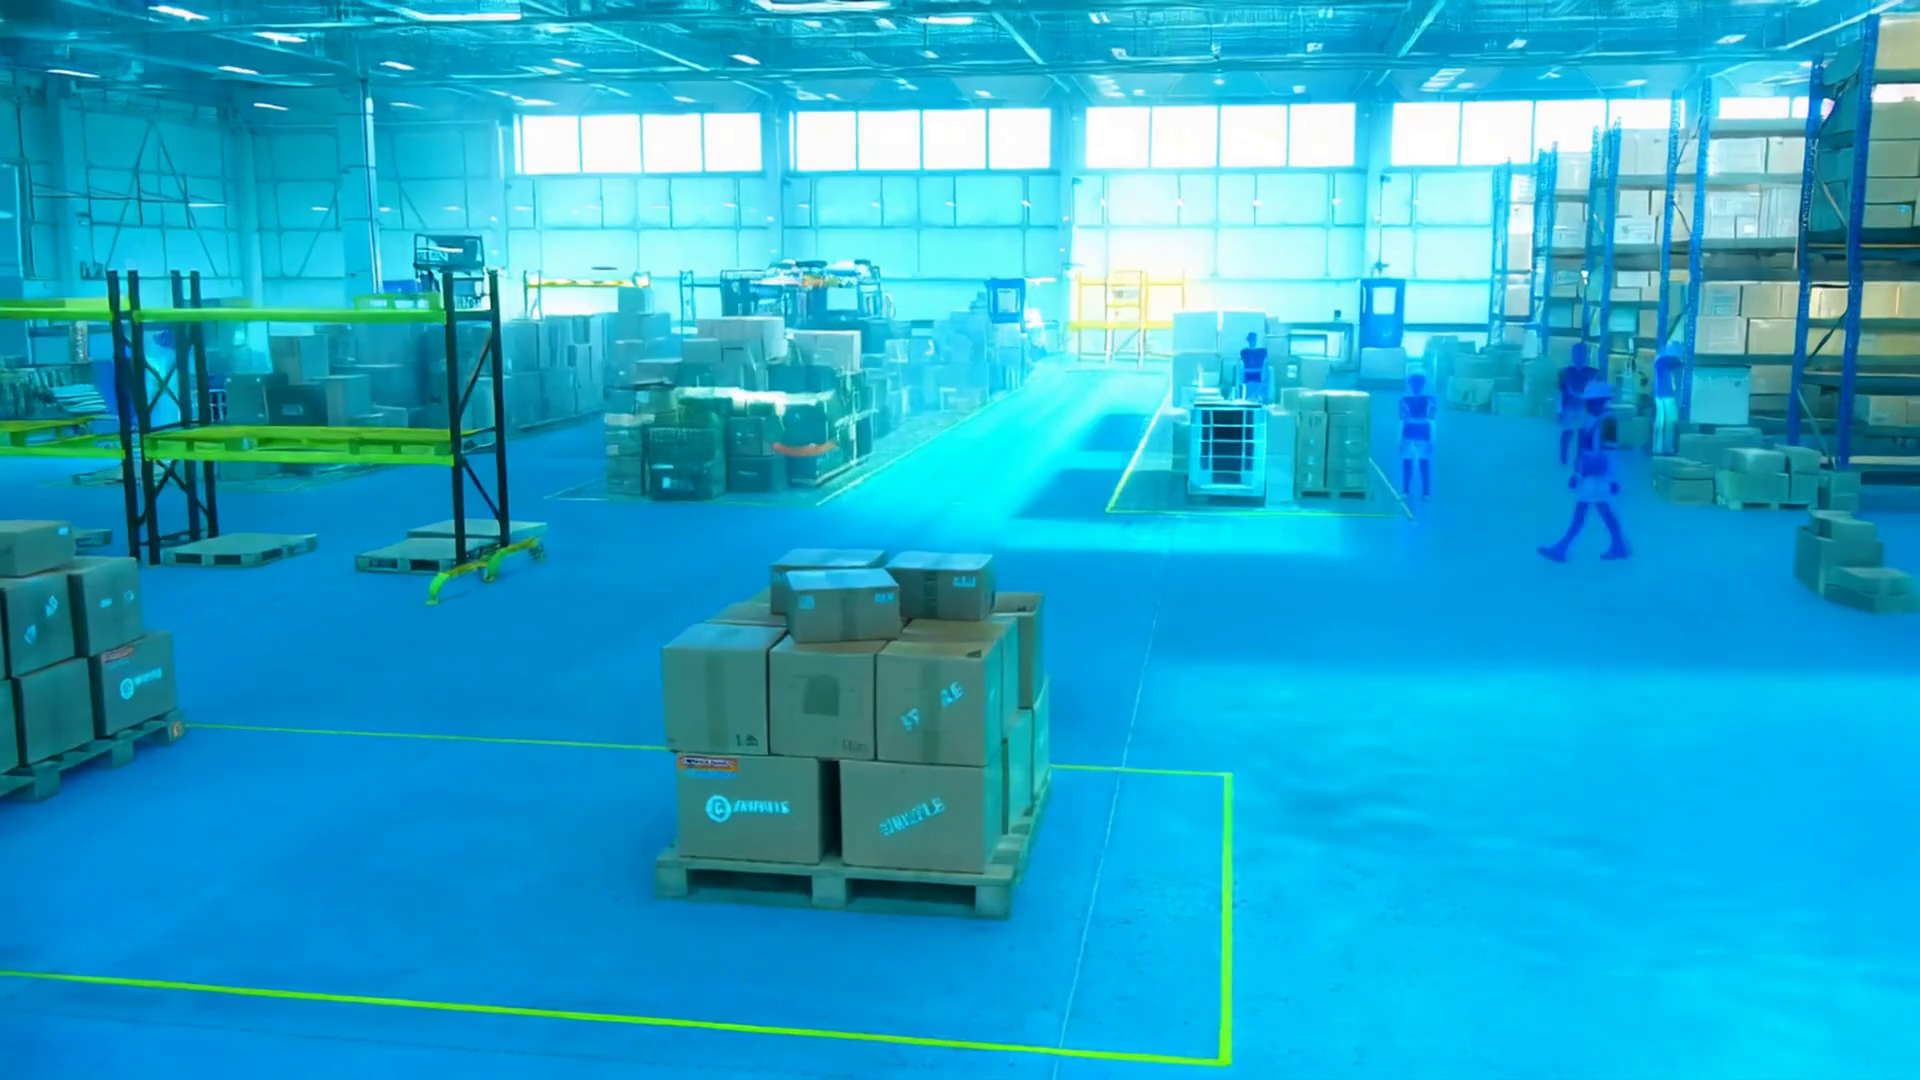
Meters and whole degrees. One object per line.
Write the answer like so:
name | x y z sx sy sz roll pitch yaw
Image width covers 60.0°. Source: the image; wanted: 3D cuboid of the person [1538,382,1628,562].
person | 6.571 -0.705 17.323 1.019 1.884 0.564 -1 9 -6

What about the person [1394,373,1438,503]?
person | 5.961 -1.326 21.732 0.550 1.693 0.342 0 9 1

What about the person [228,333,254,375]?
person | -15.637 -3.675 36.254 0.502 1.692 0.828 -2 9 -10

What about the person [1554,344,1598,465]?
person | 9.399 -2.043 25.438 0.606 1.936 0.876 2 9 9

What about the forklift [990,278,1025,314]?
forklift | 1.321 -5.926 46.464 1.129 2.768 1.873 1 9 9

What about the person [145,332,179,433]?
person | -14.994 -2.974 31.334 0.653 1.884 1.041 0 9 1

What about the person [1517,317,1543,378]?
person | 13.477 -4.302 39.339 1.030 1.954 0.602 2 9 12

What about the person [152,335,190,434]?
person | -14.365 -2.821 30.405 0.654 1.890 0.915 8 12 40

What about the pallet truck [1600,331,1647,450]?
pallet truck | 11.253 -2.573 28.499 0.823 1.965 1.885 5 10 27

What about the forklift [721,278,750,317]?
forklift | -6.057 -5.694 45.033 1.873 2.768 1.129 4 10 26

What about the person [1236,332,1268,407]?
person | 5.370 -2.865 30.564 0.587 1.913 0.391 -2 9 -11

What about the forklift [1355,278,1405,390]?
forklift | 10.792 -5.285 42.511 1.129 2.768 1.873 1 9 9

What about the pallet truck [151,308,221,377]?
pallet truck | -21.869 -5.598 47.154 0.823 1.965 1.885 4 10 26

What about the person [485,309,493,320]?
person | -14.379 -6.170 50.908 0.455 1.920 0.574 4 10 26

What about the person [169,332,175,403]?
person | -17.885 -3.938 38.051 0.519 1.633 0.311 6 11 31

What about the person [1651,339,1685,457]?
person | 11.465 -2.285 26.906 0.362 1.936 0.631 -2 10 -14

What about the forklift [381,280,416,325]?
forklift | -11.958 -4.169 35.627 1.873 2.768 1.129 1 9 9

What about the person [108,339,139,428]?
person | -16.016 -3.037 31.926 0.553 1.810 0.440 -3 10 -18
